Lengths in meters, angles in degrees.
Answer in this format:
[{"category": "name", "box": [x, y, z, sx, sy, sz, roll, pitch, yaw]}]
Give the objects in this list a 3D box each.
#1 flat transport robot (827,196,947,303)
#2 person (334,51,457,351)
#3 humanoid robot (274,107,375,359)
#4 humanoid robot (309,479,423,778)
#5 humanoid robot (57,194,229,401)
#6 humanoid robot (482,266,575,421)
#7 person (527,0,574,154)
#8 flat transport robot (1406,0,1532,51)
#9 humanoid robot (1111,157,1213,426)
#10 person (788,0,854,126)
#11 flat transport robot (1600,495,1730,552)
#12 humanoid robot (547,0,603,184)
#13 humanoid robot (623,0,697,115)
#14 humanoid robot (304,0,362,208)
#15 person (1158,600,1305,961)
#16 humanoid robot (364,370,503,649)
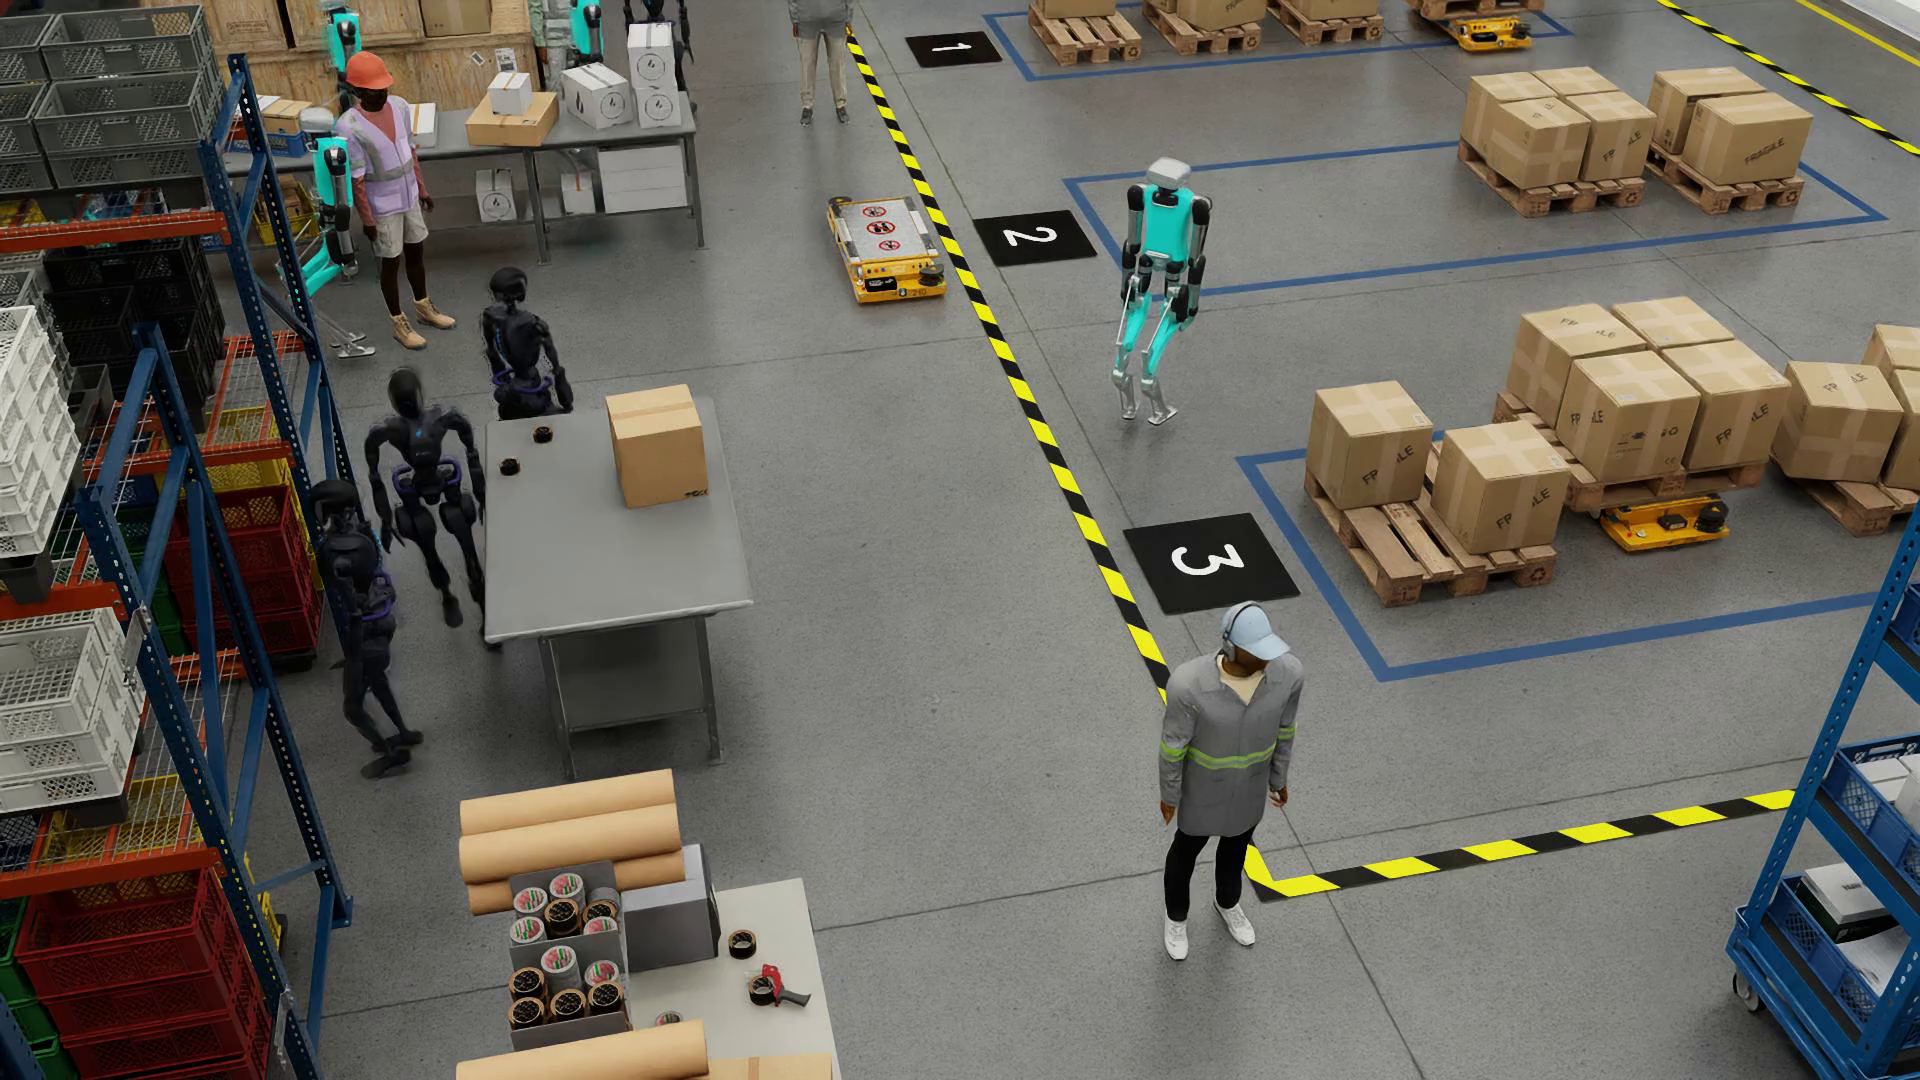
[{"category": "flat transport robot", "box": [-0.570, -2.220, 12.538, 0.659, 0.231, 1.431, -8, 37, -10]}, {"category": "person", "box": [-3.774, -2.266, 11.116, 0.371, 2.043, 0.612, 17, 40, 21]}, {"category": "humanoid robot", "box": [-4.237, -1.961, 10.851, 0.735, 1.672, 0.533, -17, 40, -21]}, {"category": "humanoid robot", "box": [-2.815, 0.393, 7.839, 0.348, 1.646, 0.590, -9, 38, -12]}, {"category": "humanoid robot", "box": [-5.067, -1.515, 10.363, 1.033, 1.729, 0.540, -22, 42, -27]}, {"category": "humanoid robot", "box": [-2.442, -0.768, 9.396, 0.584, 1.649, 0.427, 18, 40, 23]}, {"category": "person", "box": [-3.280, -4.183, 13.780, 0.412, 1.939, 0.602, 25, 43, 29]}, {"category": "flat transport robot", "box": [5.058, -5.236, 16.567, 0.652, 0.197, 1.431, -8, 37, -10]}, {"category": "humanoid robot", "box": [1.141, -1.432, 10.135, 0.533, 1.677, 0.735, 18, 40, 23]}, {"category": "person", "box": [-1.186, -4.453, 14.280, 0.563, 1.770, 0.396, -4, 37, -5]}, {"category": "flat transport robot", "box": [4.002, -0.453, 10.139, 0.652, 0.197, 1.431, -8, 37, -10]}, {"category": "humanoid robot", "box": [-3.064, -3.546, 13.111, 0.723, 1.819, 0.560, -16, 40, -21]}, {"category": "humanoid robot", "box": [-2.543, -4.255, 14.112, 0.584, 1.634, 0.698, 4, 37, 5]}, {"category": "humanoid robot", "box": [-4.931, -3.328, 12.840, 1.018, 1.776, 0.531, -13, 39, -17]}, {"category": "person", "box": [1.098, 1.000, 6.884, 0.591, 1.852, 0.362, -8, 37, -11]}, {"category": "humanoid robot", "box": [-2.701, -0.153, 8.596, 0.609, 1.635, 0.646, -14, 39, -19]}]
